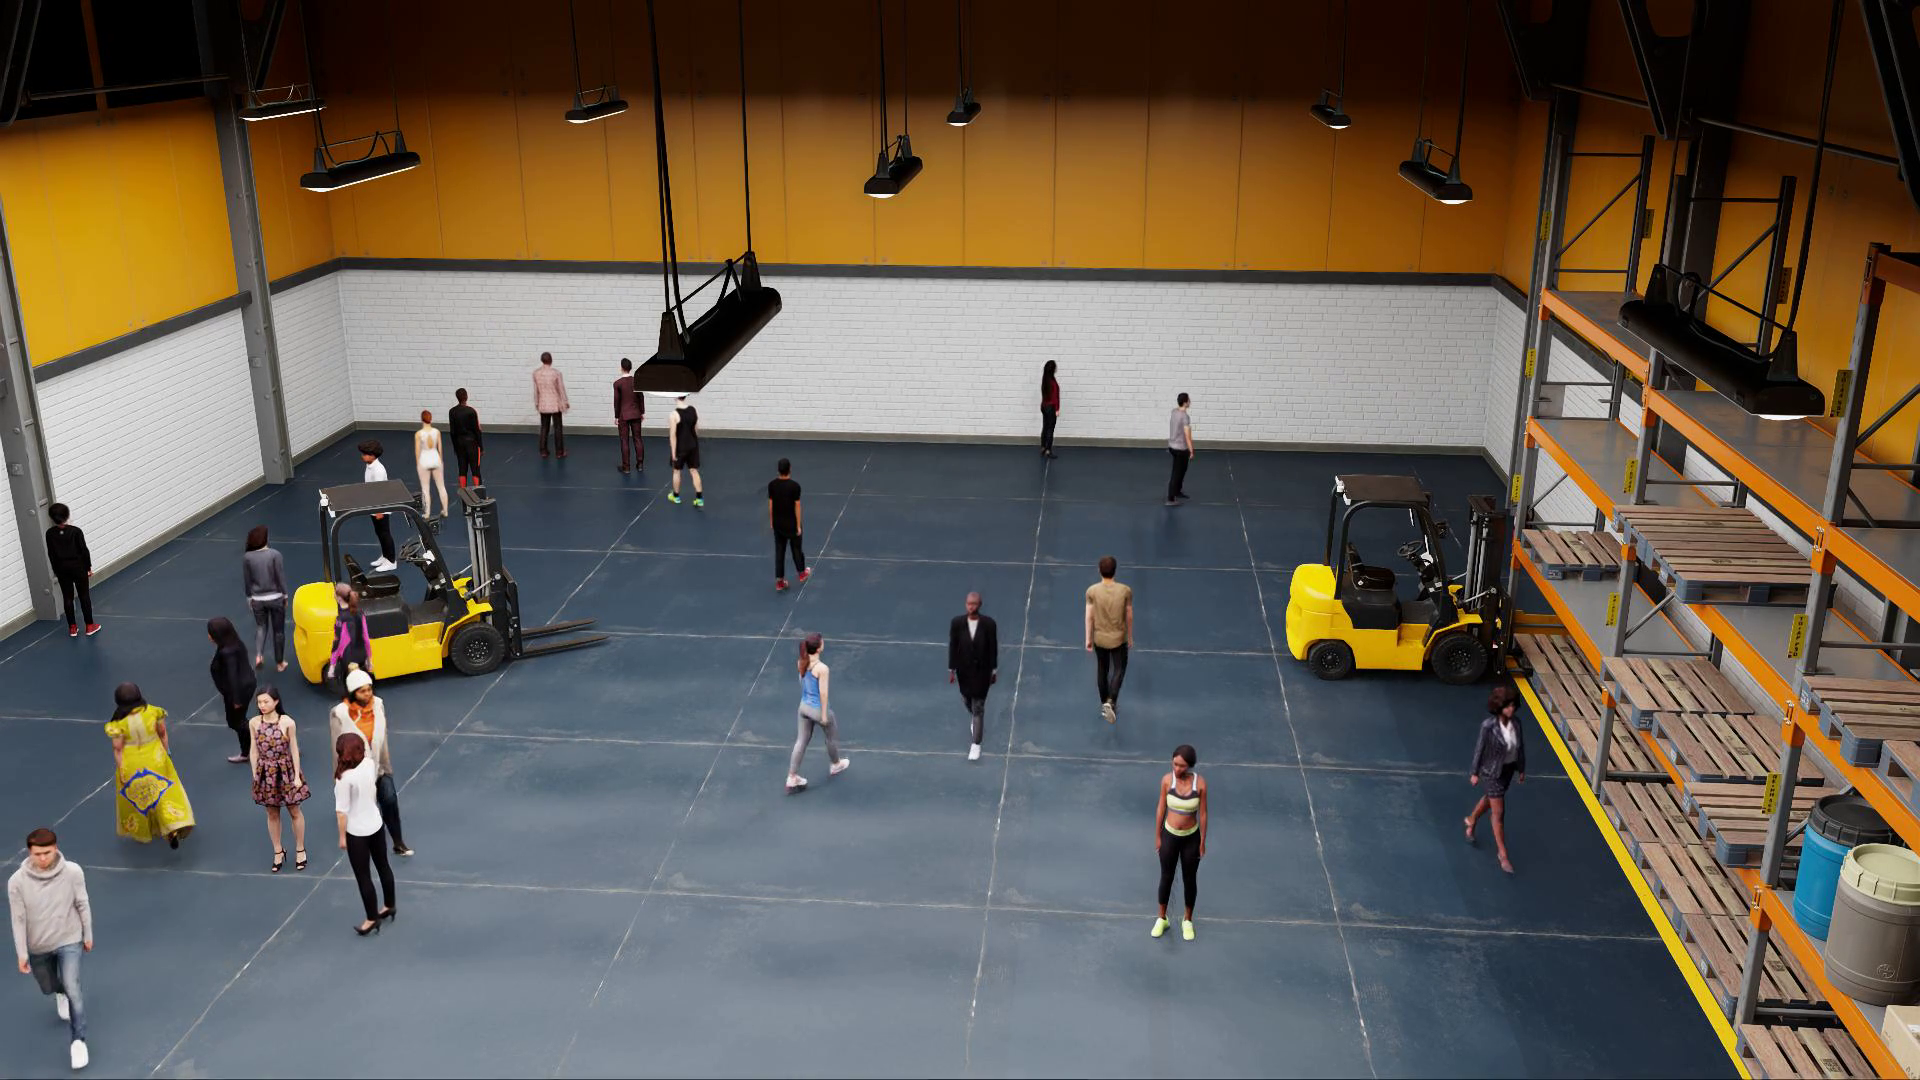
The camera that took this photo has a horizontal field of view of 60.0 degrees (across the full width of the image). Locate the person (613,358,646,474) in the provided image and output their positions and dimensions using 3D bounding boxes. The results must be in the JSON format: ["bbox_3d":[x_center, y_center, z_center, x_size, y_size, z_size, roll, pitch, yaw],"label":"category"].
[{"bbox_3d":[-5.358,-2.026,26.956,0.779,1.865,0.815,-12,22,-32],"label":"person"}]

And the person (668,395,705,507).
[{"bbox_3d":[-4.083,-1.382,25.050,1.064,1.862,1.161,-13,22,-33],"label":"person"}]

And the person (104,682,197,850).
[{"bbox_3d":[-7.387,2.079,15.124,1.121,1.637,1.196,-14,23,-36],"label":"person"}]

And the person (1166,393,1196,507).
[{"bbox_3d":[3.246,-1.372,25.218,0.848,1.736,0.783,-6,20,-19],"label":"person"}]

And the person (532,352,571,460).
[{"bbox_3d":[-6.812,-2.234,27.674,0.712,1.802,0.650,3,19,9],"label":"person"}]

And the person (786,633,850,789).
[{"bbox_3d":[-1.485,1.704,16.337,0.939,1.573,1.110,15,24,37],"label":"person"}]

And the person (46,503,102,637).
[{"bbox_3d":[-10.796,0.350,20.199,0.656,1.674,0.617,-4,19,-13],"label":"person"}]

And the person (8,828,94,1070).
[{"bbox_3d":[-6.688,2.930,12.294,1.015,1.830,1.254,-8,20,-22],"label":"person"}]

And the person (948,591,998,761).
[{"bbox_3d":[0.168,1.329,17.211,0.732,1.727,1.159,4,19,12],"label":"person"}]

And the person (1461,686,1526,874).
[{"bbox_3d":[4.804,2.097,15.031,0.923,1.662,1.122,-7,20,-20],"label":"person"}]

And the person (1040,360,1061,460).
[{"bbox_3d":[1.479,-2.183,27.757,0.719,1.651,0.617,-9,21,-26],"label":"person"}]

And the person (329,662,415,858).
[{"bbox_3d":[-5.461,1.981,15.056,1.050,1.867,1.095,-16,24,-39],"label":"person"}]

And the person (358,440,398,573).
[{"bbox_3d":[-7.849,-0.481,22.463,0.763,1.805,0.677,-12,22,-31],"label":"person"}]

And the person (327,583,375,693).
[{"bbox_3d":[-6.245,1.295,17.308,0.738,1.728,0.873,5,19,16],"label":"person"}]

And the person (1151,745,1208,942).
[{"bbox_3d":[1.829,2.478,13.757,0.588,1.754,0.541,4,19,12],"label":"person"}]

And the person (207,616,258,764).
[{"bbox_3d":[-7.225,1.521,16.850,0.914,1.593,0.883,-8,20,-24],"label":"person"}]

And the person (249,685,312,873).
[{"bbox_3d":[-6.061,2.119,14.789,0.713,1.775,0.724,-2,19,-6],"label":"person"}]

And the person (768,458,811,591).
[{"bbox_3d":[-2.298,-0.180,21.682,0.796,1.733,1.036,6,20,18],"label":"person"}]

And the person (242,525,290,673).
[{"bbox_3d":[-7.928,0.709,19.009,0.680,1.755,0.777,-2,19,-6],"label":"person"}]

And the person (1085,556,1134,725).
[{"bbox_3d":[1.593,1.089,17.750,0.751,1.837,1.035,4,19,11],"label":"person"}]

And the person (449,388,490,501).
[{"bbox_3d":[-7.492,-1.431,25.280,0.625,1.808,0.524,2,19,6],"label":"person"}]

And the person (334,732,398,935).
[{"bbox_3d":[-4.957,2.426,13.851,0.713,1.792,0.548,6,20,18],"label":"person"}]

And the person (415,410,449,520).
[{"bbox_3d":[-7.840,-1.122,24.621,0.600,1.643,0.652,-14,23,-35],"label":"person"}]
